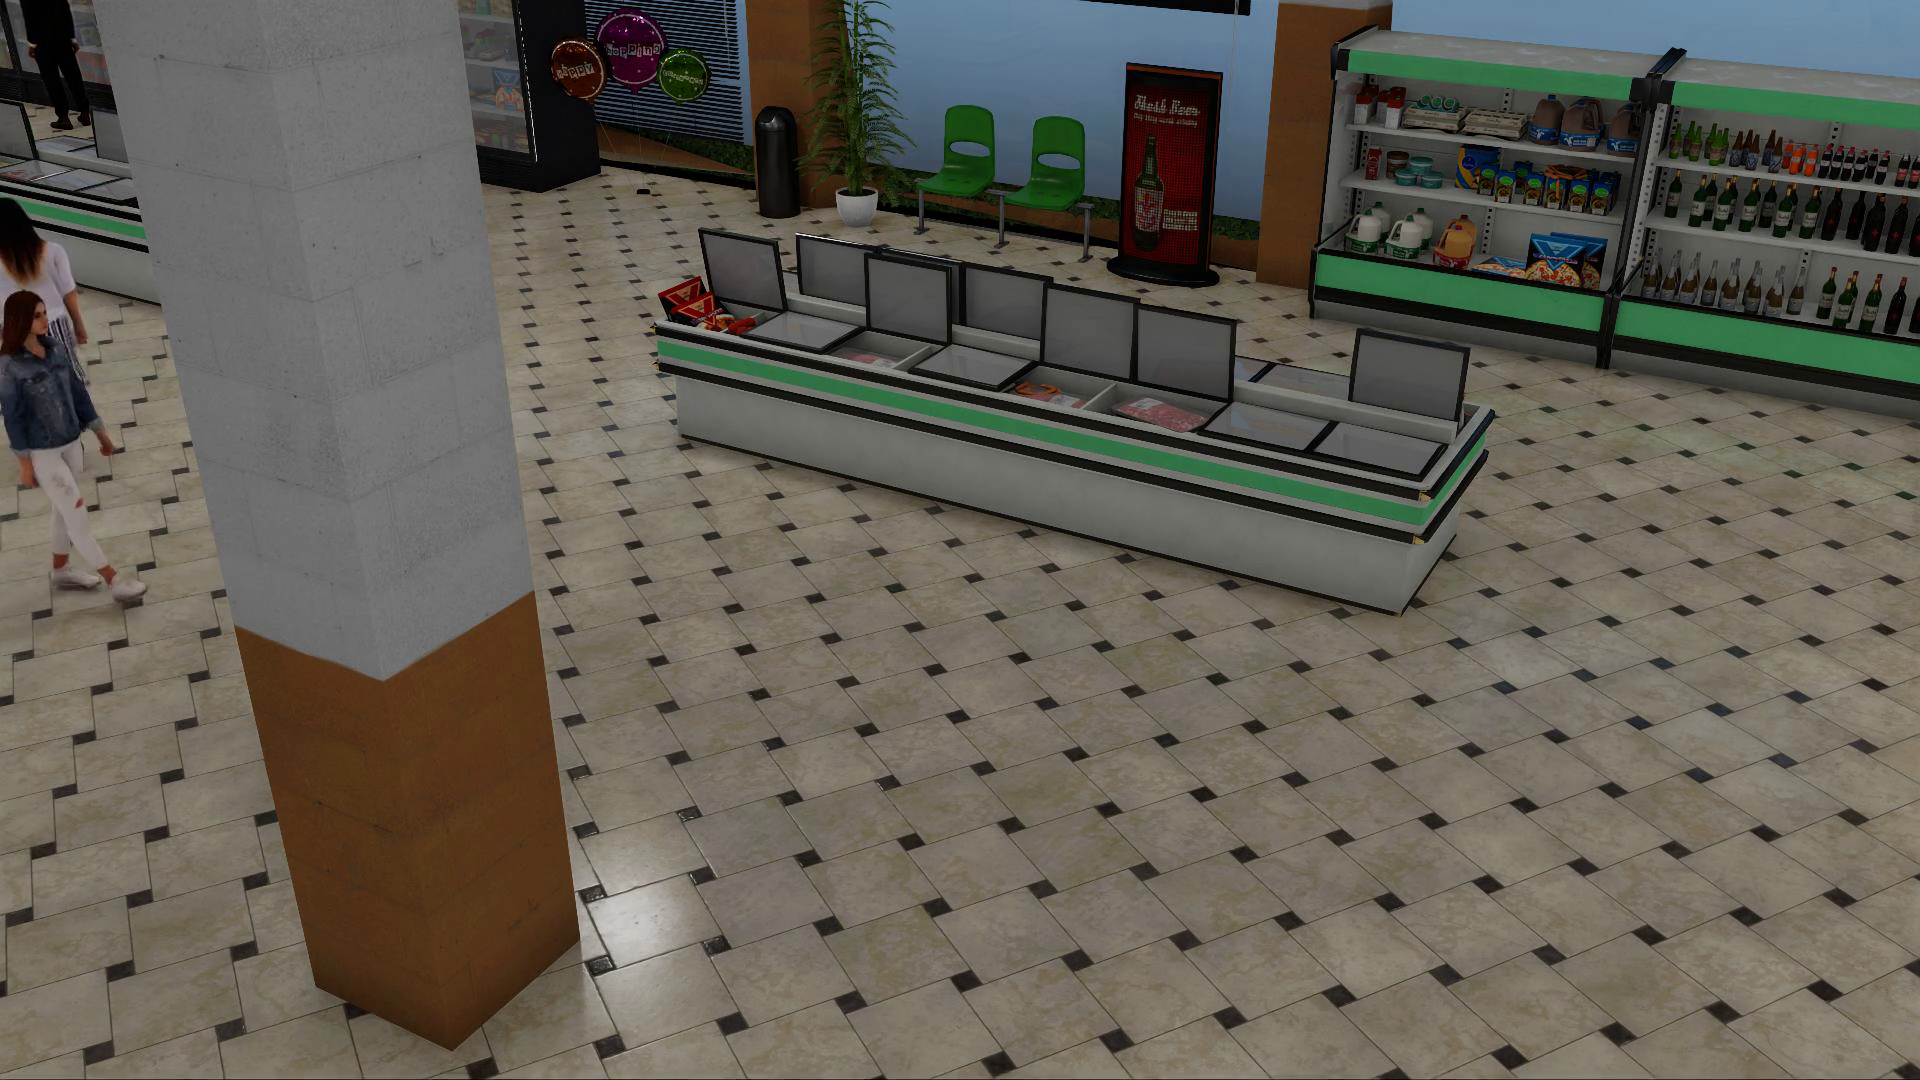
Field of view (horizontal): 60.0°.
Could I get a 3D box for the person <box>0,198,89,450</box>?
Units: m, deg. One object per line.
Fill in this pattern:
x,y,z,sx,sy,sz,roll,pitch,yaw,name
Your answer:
-5.614,-1.223,10.162,0.945,1.638,1.169,-18,32,-31,person

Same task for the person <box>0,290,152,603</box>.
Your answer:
-4.770,-0.471,8.638,1.015,1.675,0.824,6,27,11,person

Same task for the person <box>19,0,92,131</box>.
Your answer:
-10.023,-5.522,18.344,0.661,1.904,0.722,20,33,34,person
